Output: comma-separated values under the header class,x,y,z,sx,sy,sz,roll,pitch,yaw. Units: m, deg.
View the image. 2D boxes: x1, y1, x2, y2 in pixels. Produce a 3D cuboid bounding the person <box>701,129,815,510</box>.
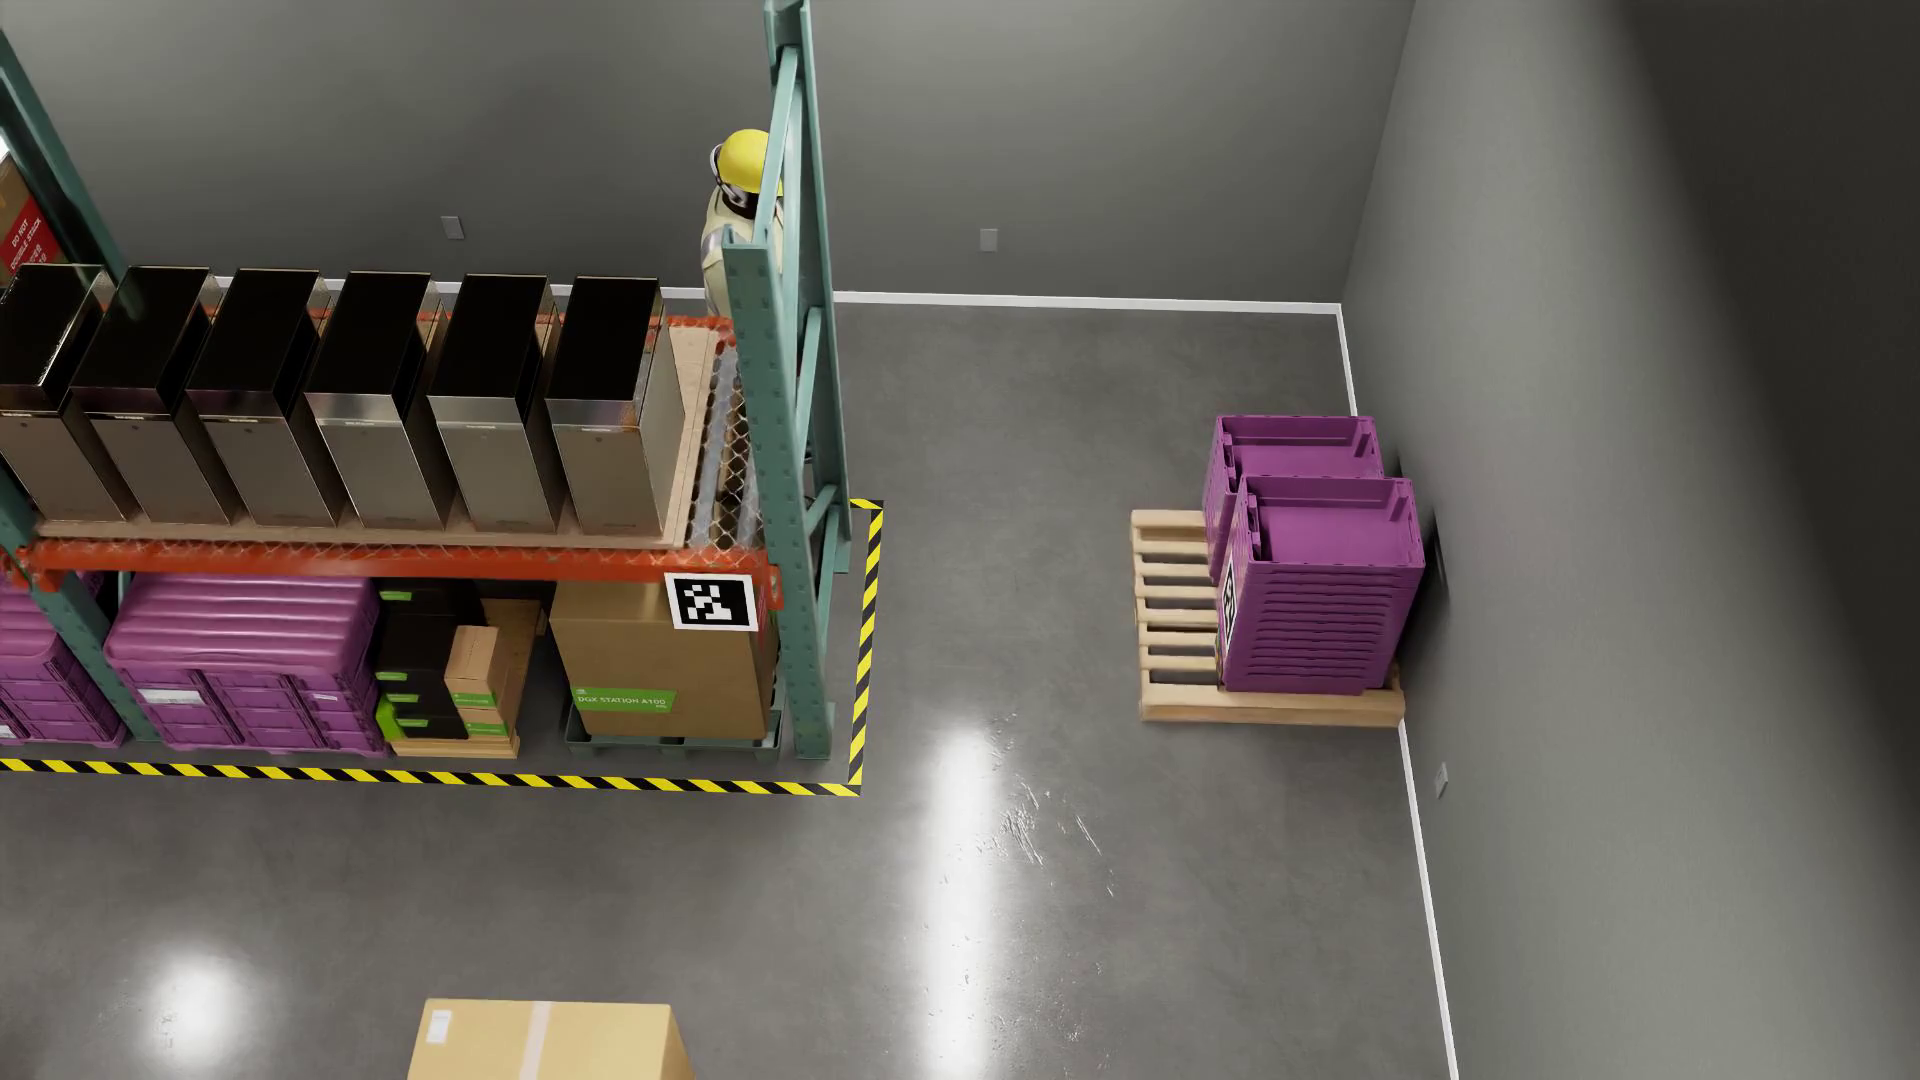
class,x,y,z,sx,sy,sz,roll,pitch,yaw
person,-0.751,-0.822,6.414,0.403,1.822,0.588,1,52,1
